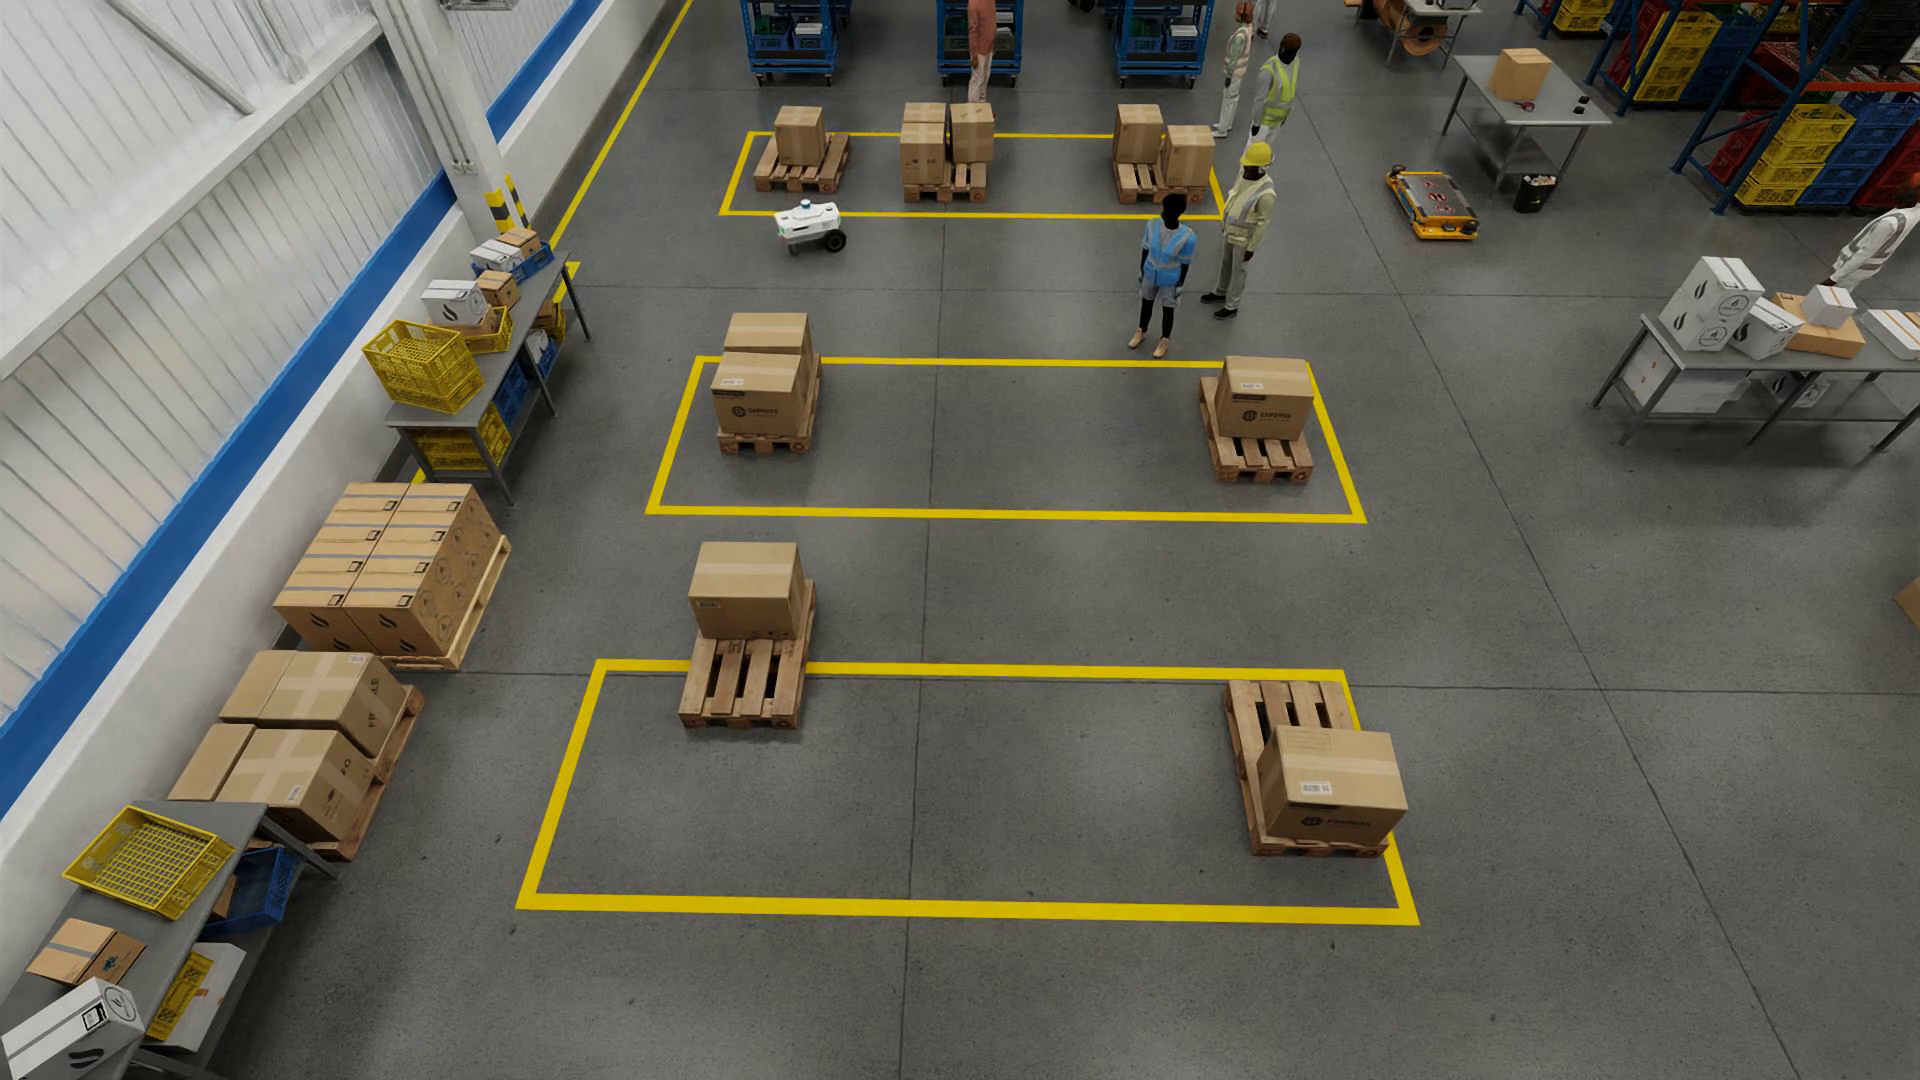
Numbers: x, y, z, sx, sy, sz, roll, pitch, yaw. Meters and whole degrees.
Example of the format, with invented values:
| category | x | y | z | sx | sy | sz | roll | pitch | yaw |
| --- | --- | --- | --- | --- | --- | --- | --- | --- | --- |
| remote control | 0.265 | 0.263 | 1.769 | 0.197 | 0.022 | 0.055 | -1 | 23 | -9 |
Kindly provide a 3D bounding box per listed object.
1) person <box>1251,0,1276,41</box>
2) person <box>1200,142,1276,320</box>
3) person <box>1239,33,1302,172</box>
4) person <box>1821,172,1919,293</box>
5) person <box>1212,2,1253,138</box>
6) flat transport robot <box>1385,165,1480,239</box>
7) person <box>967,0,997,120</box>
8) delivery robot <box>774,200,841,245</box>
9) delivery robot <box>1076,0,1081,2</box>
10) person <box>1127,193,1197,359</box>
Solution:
| category | x | y | z | sx | sy | sz | roll | pitch | yaw |
| --- | --- | --- | --- | --- | --- | --- | --- | --- | --- |
| person | 4.690 | -8.661 | 13.918 | 0.628 | 1.940 | 0.373 | -13 | 50 | -11 |
| person | 2.791 | -3.072 | 9.150 | 0.404 | 1.828 | 0.601 | -11 | 50 | -10 |
| person | 3.660 | -4.988 | 10.804 | 0.624 | 1.841 | 0.430 | -33 | 57 | -26 |
| person | 8.448 | -2.572 | 8.682 | 0.575 | 1.885 | 0.355 | -27 | 54 | -21 |
| person | 3.551 | -6.075 | 11.880 | 0.313 | 1.634 | 0.514 | 19 | 52 | 16 |
| flat transport robot | 5.692 | -4.094 | 11.059 | 0.652 | 0.197 | 1.431 | 1 | 49 | 1 |
| person | 0.305 | -6.429 | 11.948 | 0.386 | 1.992 | 0.625 | 20 | 52 | 16 |
| delivery robot | -1.727 | -3.610 | 10.394 | 0.707 | 0.478 | 0.477 | -16 | 51 | -14 |
| delivery robot | 2.237 | -9.259 | 15.283 | 0.707 | 0.478 | 0.477 | -20 | 52 | -17 |
| person | 1.932 | -2.517 | 8.762 | 0.528 | 1.688 | 0.318 | 31 | 56 | 24 |
